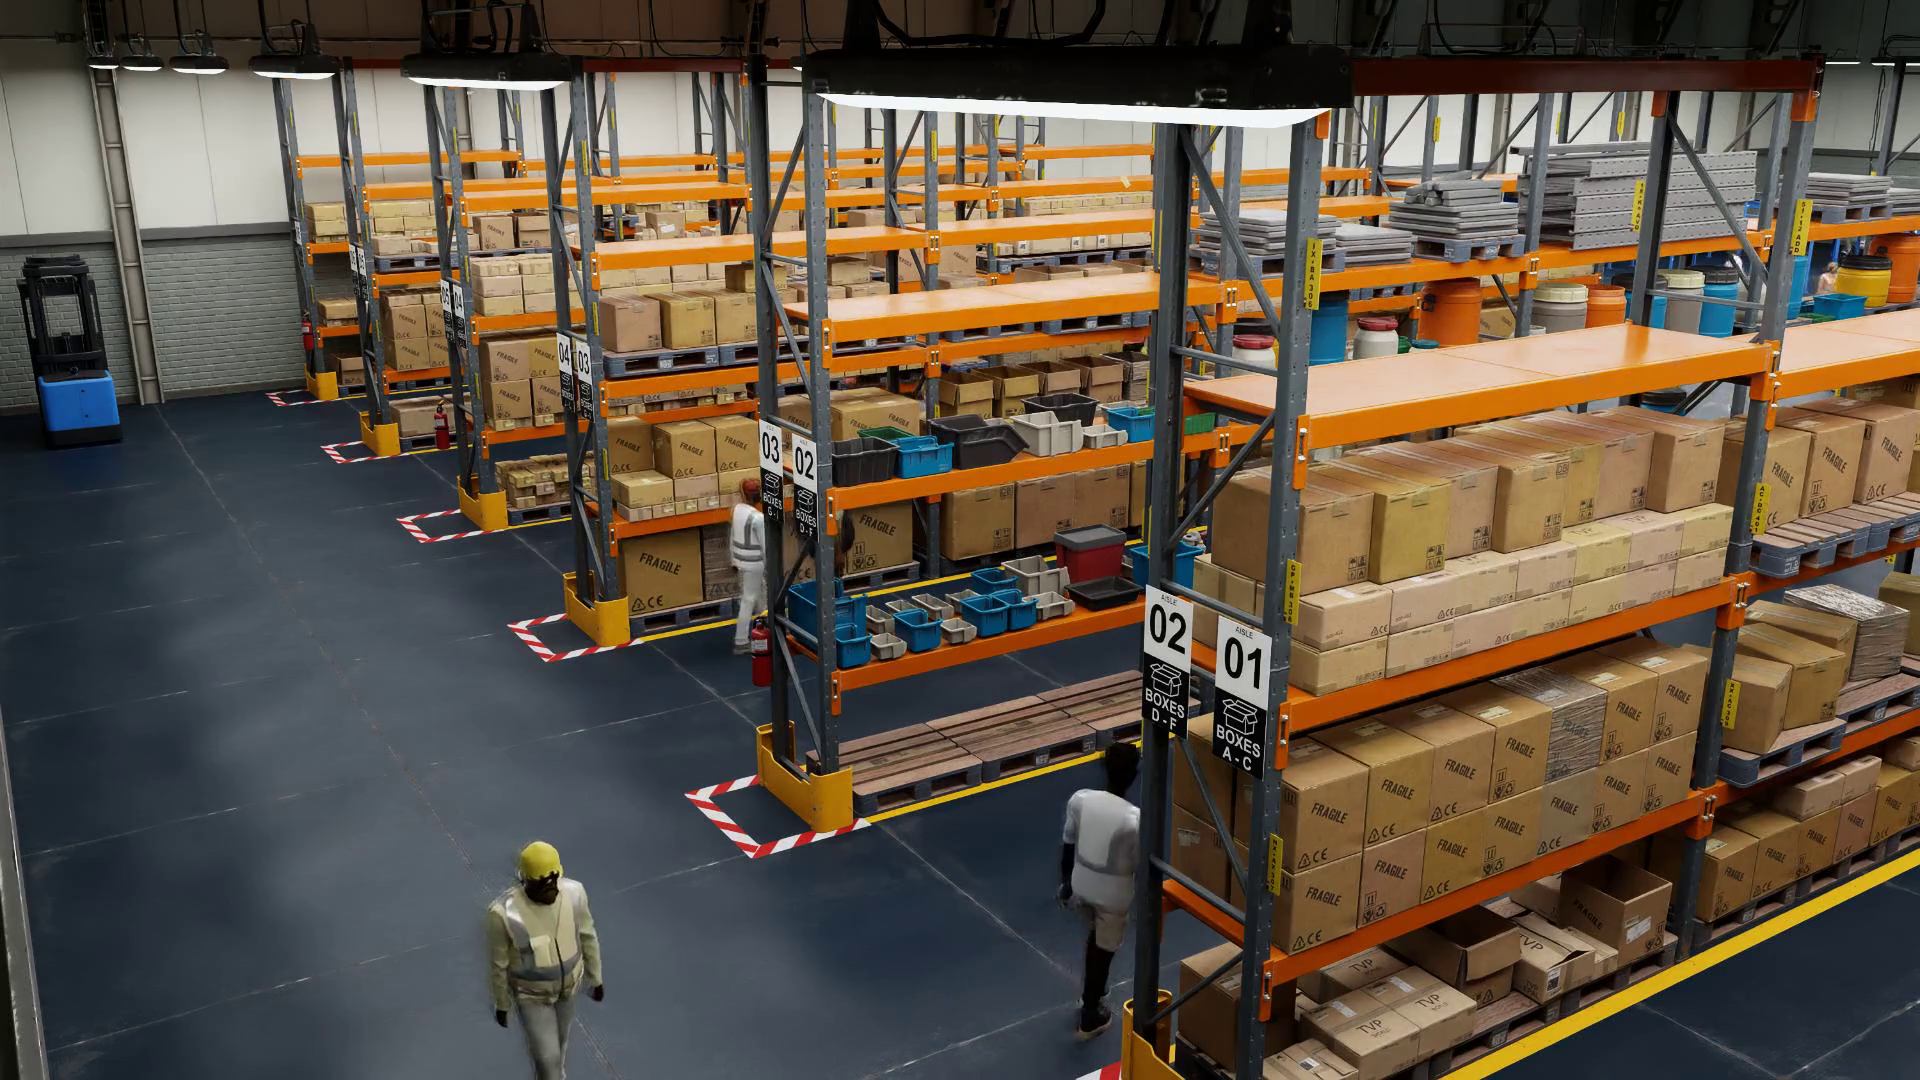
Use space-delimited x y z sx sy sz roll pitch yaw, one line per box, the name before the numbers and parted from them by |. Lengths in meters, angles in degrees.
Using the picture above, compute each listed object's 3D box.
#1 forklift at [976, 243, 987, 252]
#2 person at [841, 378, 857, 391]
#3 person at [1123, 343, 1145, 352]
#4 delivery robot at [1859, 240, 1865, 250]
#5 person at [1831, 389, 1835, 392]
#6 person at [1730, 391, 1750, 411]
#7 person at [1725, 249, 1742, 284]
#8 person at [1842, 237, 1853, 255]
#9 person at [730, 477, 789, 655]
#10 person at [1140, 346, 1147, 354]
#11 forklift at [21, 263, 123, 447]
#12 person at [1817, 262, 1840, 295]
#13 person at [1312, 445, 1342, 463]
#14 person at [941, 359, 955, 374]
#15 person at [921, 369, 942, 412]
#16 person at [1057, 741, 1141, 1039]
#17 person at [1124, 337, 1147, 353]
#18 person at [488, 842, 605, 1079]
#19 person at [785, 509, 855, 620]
forklift | 0.988 -5.474 34.718 1.214 2.155 2.313 -10 20 -31
person | -1.518 -1.300 21.572 0.993 1.830 0.589 -10 20 -30
person | 2.840 -2.551 25.395 0.375 1.997 0.611 -10 20 -30
delivery robot | 28.878 -9.363 50.076 0.477 0.478 0.707 -3 17 -8
person | 16.453 -3.699 29.413 0.375 1.843 0.575 -3 17 -10
person | 13.485 -2.951 26.943 0.391 1.855 0.553 0 17 0
person | 17.903 -5.873 36.498 0.639 1.886 1.058 -14 22 -38
person | 28.221 -9.988 49.957 0.586 1.894 0.826 1 17 4
person | -2.047 0.244 16.461 0.848 1.852 0.594 -11 20 -33
person | 2.762 -1.973 23.689 0.957 1.877 0.616 -10 20 -30
forklift | -14.518 -3.079 25.708 1.129 2.768 1.873 -10 20 -31
person | 19.514 -5.422 35.445 0.522 1.625 0.394 -4 17 -12
person | 4.843 -1.026 20.784 0.327 1.767 0.533 -8 19 -25
person | -0.389 -1.829 23.175 0.637 1.910 0.566 -7 18 -23
person | -0.347 -1.567 22.268 0.443 1.932 0.649 -9 19 -27
person | 0.963 2.186 9.952 0.629 1.937 0.614 -15 23 -41
person | 2.695 -2.198 24.166 0.395 2.040 0.609 -4 17 -11
person | -2.265 2.565 8.928 0.621 1.809 0.732 -16 23 -42
person | -1.497 0.059 16.836 0.791 2.000 0.696 -7 18 -21
